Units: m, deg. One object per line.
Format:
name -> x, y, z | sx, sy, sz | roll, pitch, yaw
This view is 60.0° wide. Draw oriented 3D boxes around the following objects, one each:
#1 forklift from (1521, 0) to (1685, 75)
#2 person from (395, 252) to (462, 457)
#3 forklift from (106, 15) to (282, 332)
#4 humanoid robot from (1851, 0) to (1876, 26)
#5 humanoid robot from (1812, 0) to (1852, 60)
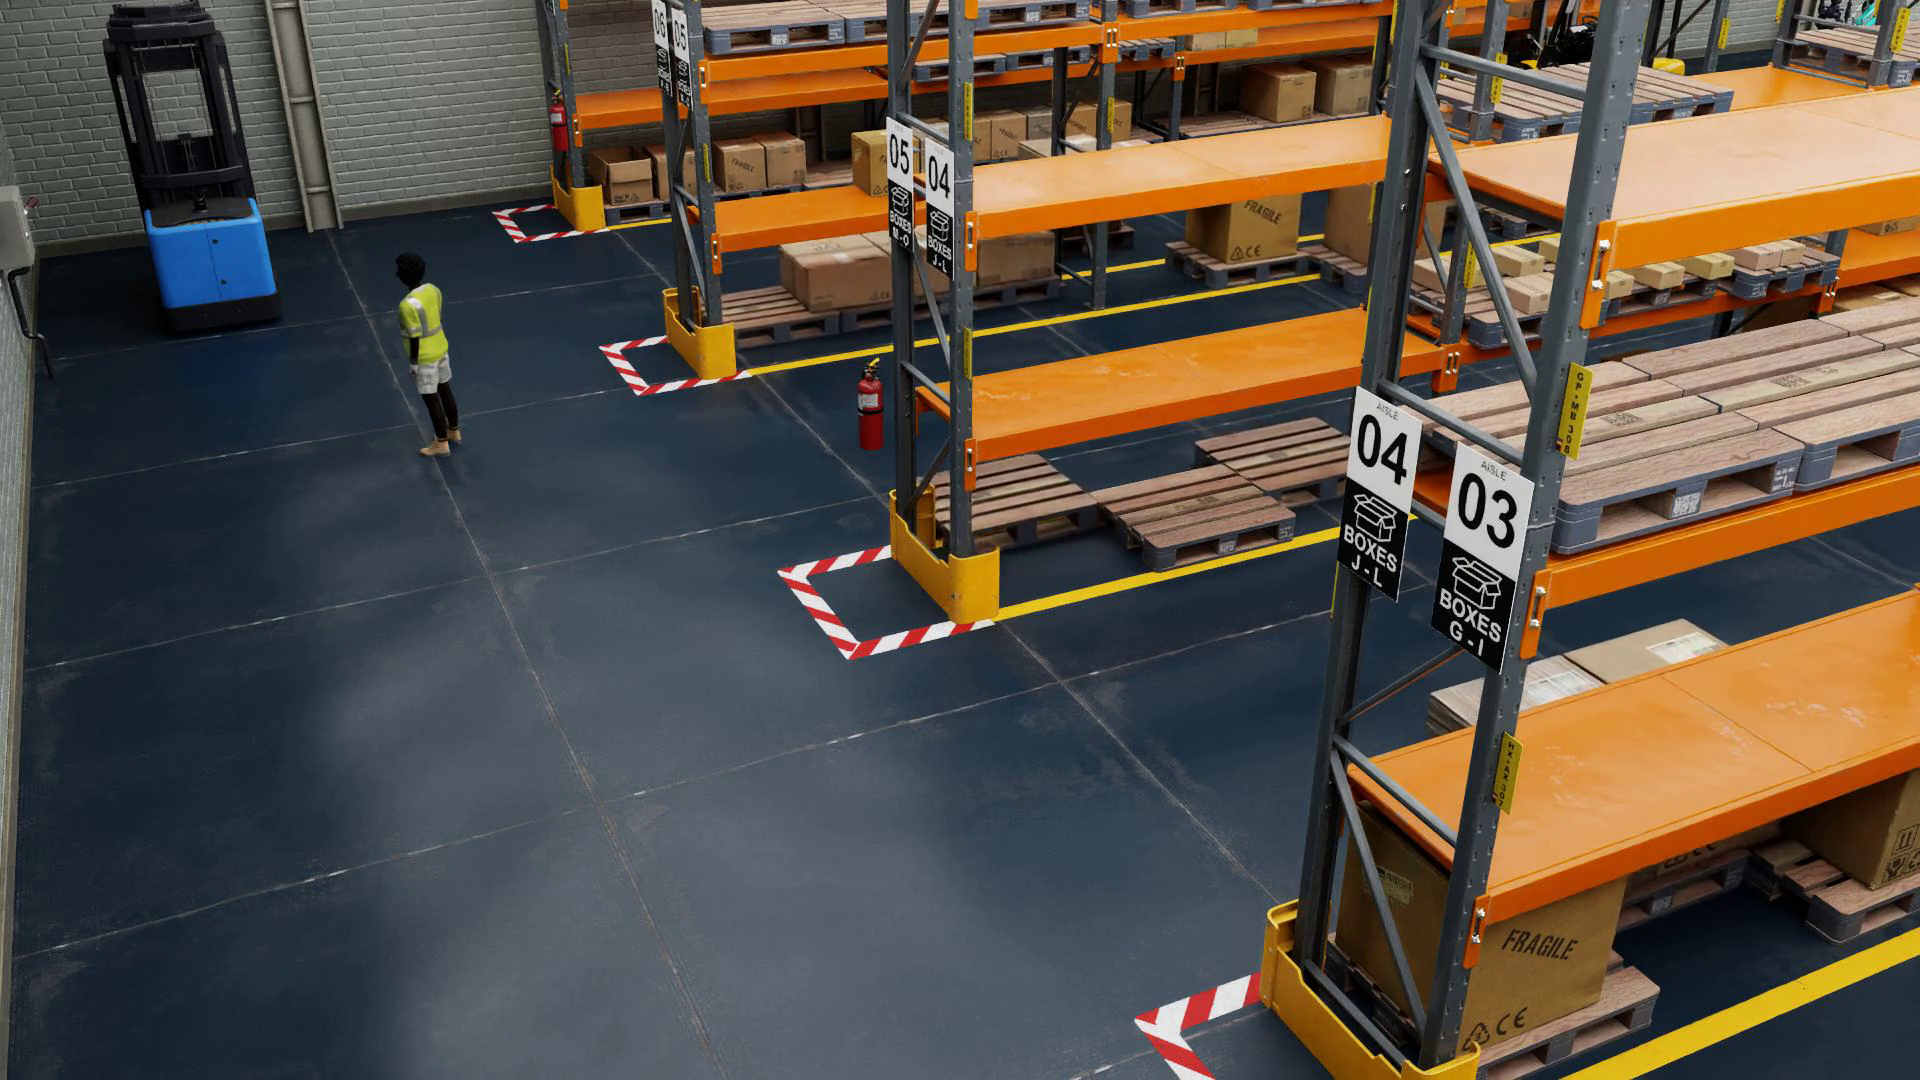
forklift -> 8.950, -6.807, 23.056 | 1.214, 2.155, 2.313 | -12, 30, -22
person -> -4.304, -1.495, 13.412 | 0.320, 1.695, 0.536 | 4, 28, 8
forklift -> -7.548, -3.672, 16.323 | 1.129, 2.768, 1.873 | -12, 30, -22
humanoid robot -> 14.727, -8.647, 26.923 | 0.735, 1.677, 0.533 | -12, 30, -22
humanoid robot -> 13.865, -8.303, 26.458 | 0.315, 1.657, 0.599 | -12, 30, -22
